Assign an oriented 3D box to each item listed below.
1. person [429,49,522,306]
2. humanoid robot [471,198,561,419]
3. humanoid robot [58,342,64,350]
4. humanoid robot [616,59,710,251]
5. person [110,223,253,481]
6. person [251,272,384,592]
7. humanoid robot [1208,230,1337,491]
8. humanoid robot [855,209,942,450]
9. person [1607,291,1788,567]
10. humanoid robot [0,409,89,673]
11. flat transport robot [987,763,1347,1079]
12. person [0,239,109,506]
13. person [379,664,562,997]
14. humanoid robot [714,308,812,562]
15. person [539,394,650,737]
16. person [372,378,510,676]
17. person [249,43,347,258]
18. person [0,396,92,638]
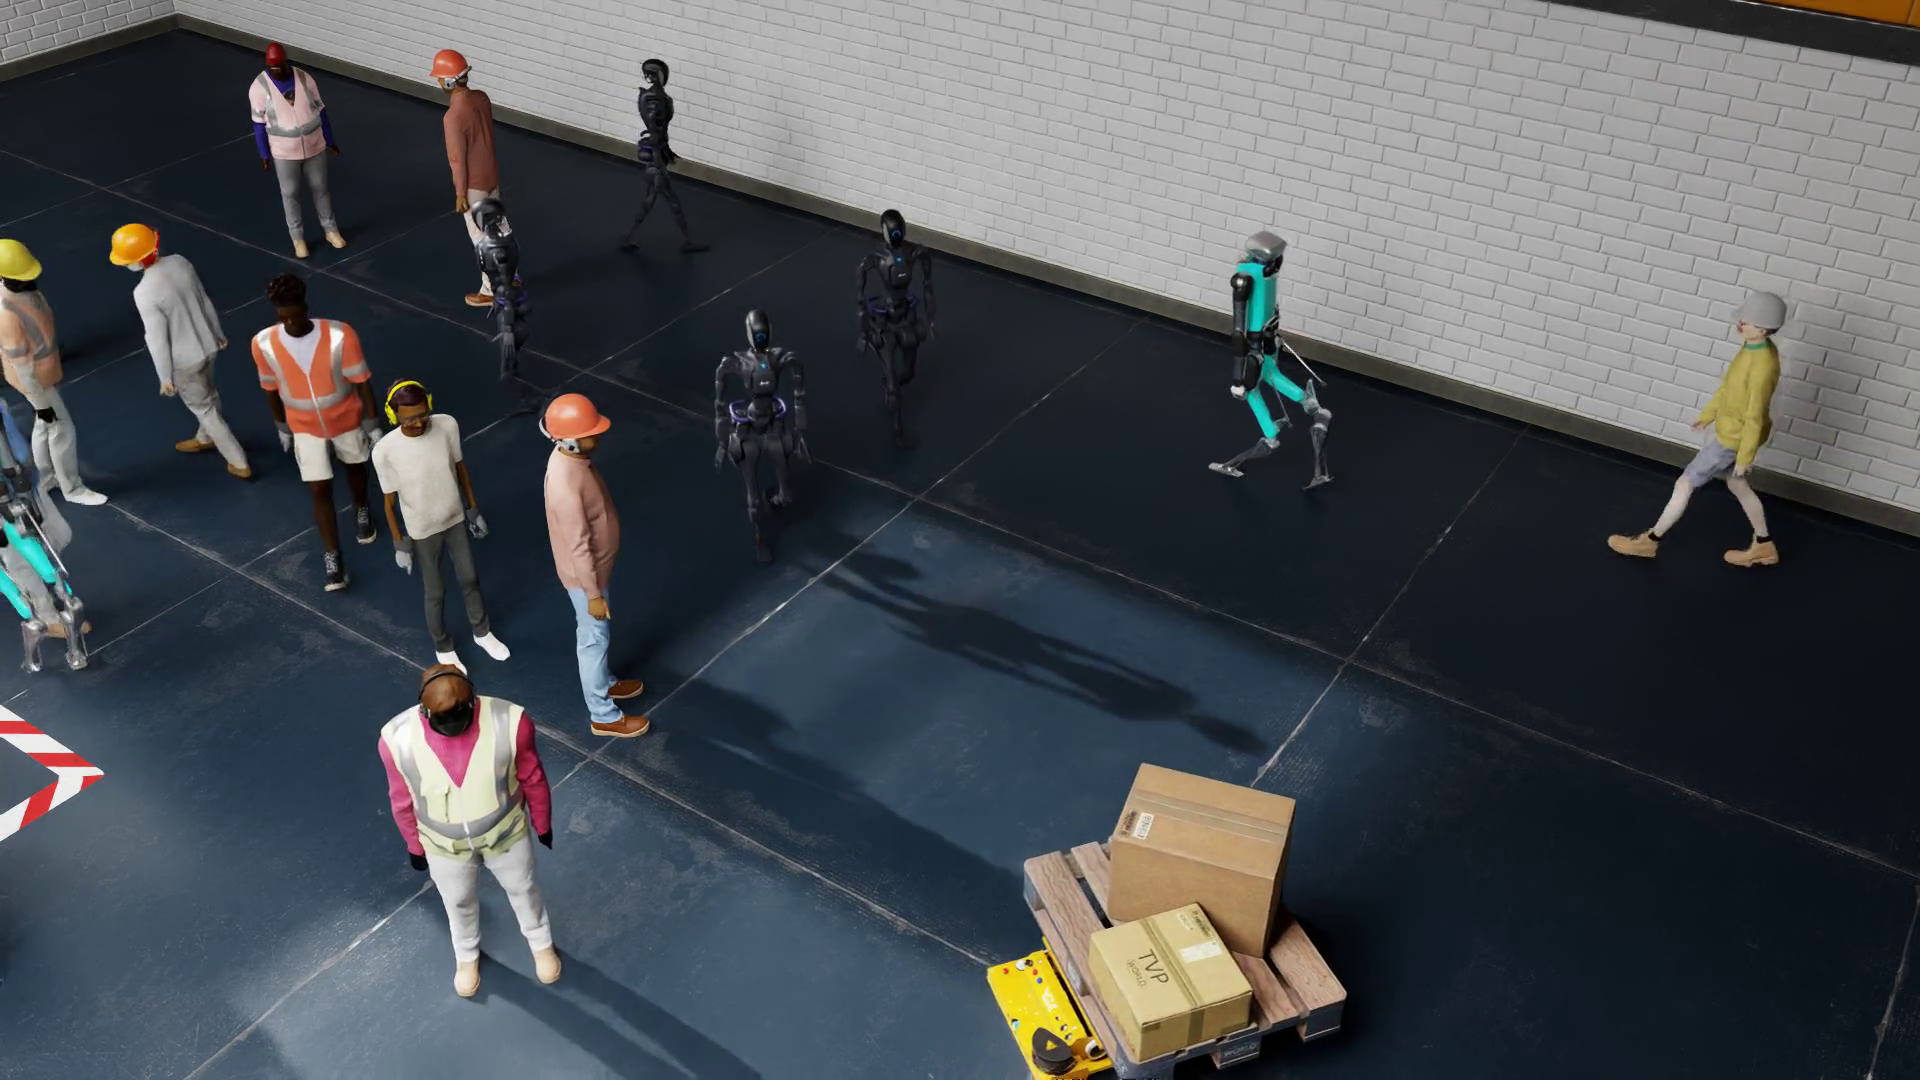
[{"bbox_3d":[-3.718,-2.767,12.724,0.400,1.985,0.616,7,36,9],"label":"person"},{"bbox_3d":[-3.016,-1.558,11.257,0.417,1.642,0.613,-13,37,-18],"label":"humanoid robot"},{"bbox_3d":[-6.887,-1.830,11.698,0.780,1.634,0.603,-28,44,-34],"label":"humanoid robot"},{"bbox_3d":[-2.497,-3.116,13.546,0.785,1.636,0.607,-2,35,-2],"label":"humanoid robot"},{"bbox_3d":[-4.990,-1.225,10.651,0.743,1.835,0.634,10,36,14],"label":"person"},{"bbox_3d":[-3.714,-0.652,9.754,0.633,1.914,0.983,-9,36,-13],"label":"person"},{"bbox_3d":[2.107,-1.030,10.492,1.001,1.779,0.530,21,40,28],"label":"humanoid robot"},{"bbox_3d":[-0.447,-1.470,11.180,0.612,1.653,0.733,-15,38,-20],"label":"humanoid robot"},{"bbox_3d":[4.567,-0.631,9.801,0.981,1.845,0.477,13,37,18],"label":"person"},{"bbox_3d":[-5.074,0.045,8.929,0.761,1.801,0.537,23,41,29],"label":"humanoid robot"},{"bbox_3d":[0.903,1.965,7.456,1.431,0.231,0.659,-12,37,-16],"label":"flat transport robot"},{"bbox_3d":[-5.765,-1.024,10.330,0.596,1.881,0.656,-10,36,-14],"label":"person"},{"bbox_3d":[-2.063,1.248,7.129,0.642,1.833,0.431,-7,36,-10],"label":"person"},{"bbox_3d":[-1.217,-0.670,9.994,0.587,1.636,0.490,-11,36,-15],"label":"humanoid robot"},{"bbox_3d":[-1.895,0.131,8.573,0.376,1.995,0.608,-7,36,-10],"label":"person"},{"bbox_3d":[-2.810,-0.063,8.974,0.523,1.855,0.338,-30,45,-35],"label":"person"},{"bbox_3d":[-5.370,-3.174,13.508,0.608,1.749,0.419,-22,41,-28],"label":"person"},{"bbox_3d":[-5.308,-0.233,9.235,0.433,1.828,0.639,0,35,-1],"label":"person"}]
